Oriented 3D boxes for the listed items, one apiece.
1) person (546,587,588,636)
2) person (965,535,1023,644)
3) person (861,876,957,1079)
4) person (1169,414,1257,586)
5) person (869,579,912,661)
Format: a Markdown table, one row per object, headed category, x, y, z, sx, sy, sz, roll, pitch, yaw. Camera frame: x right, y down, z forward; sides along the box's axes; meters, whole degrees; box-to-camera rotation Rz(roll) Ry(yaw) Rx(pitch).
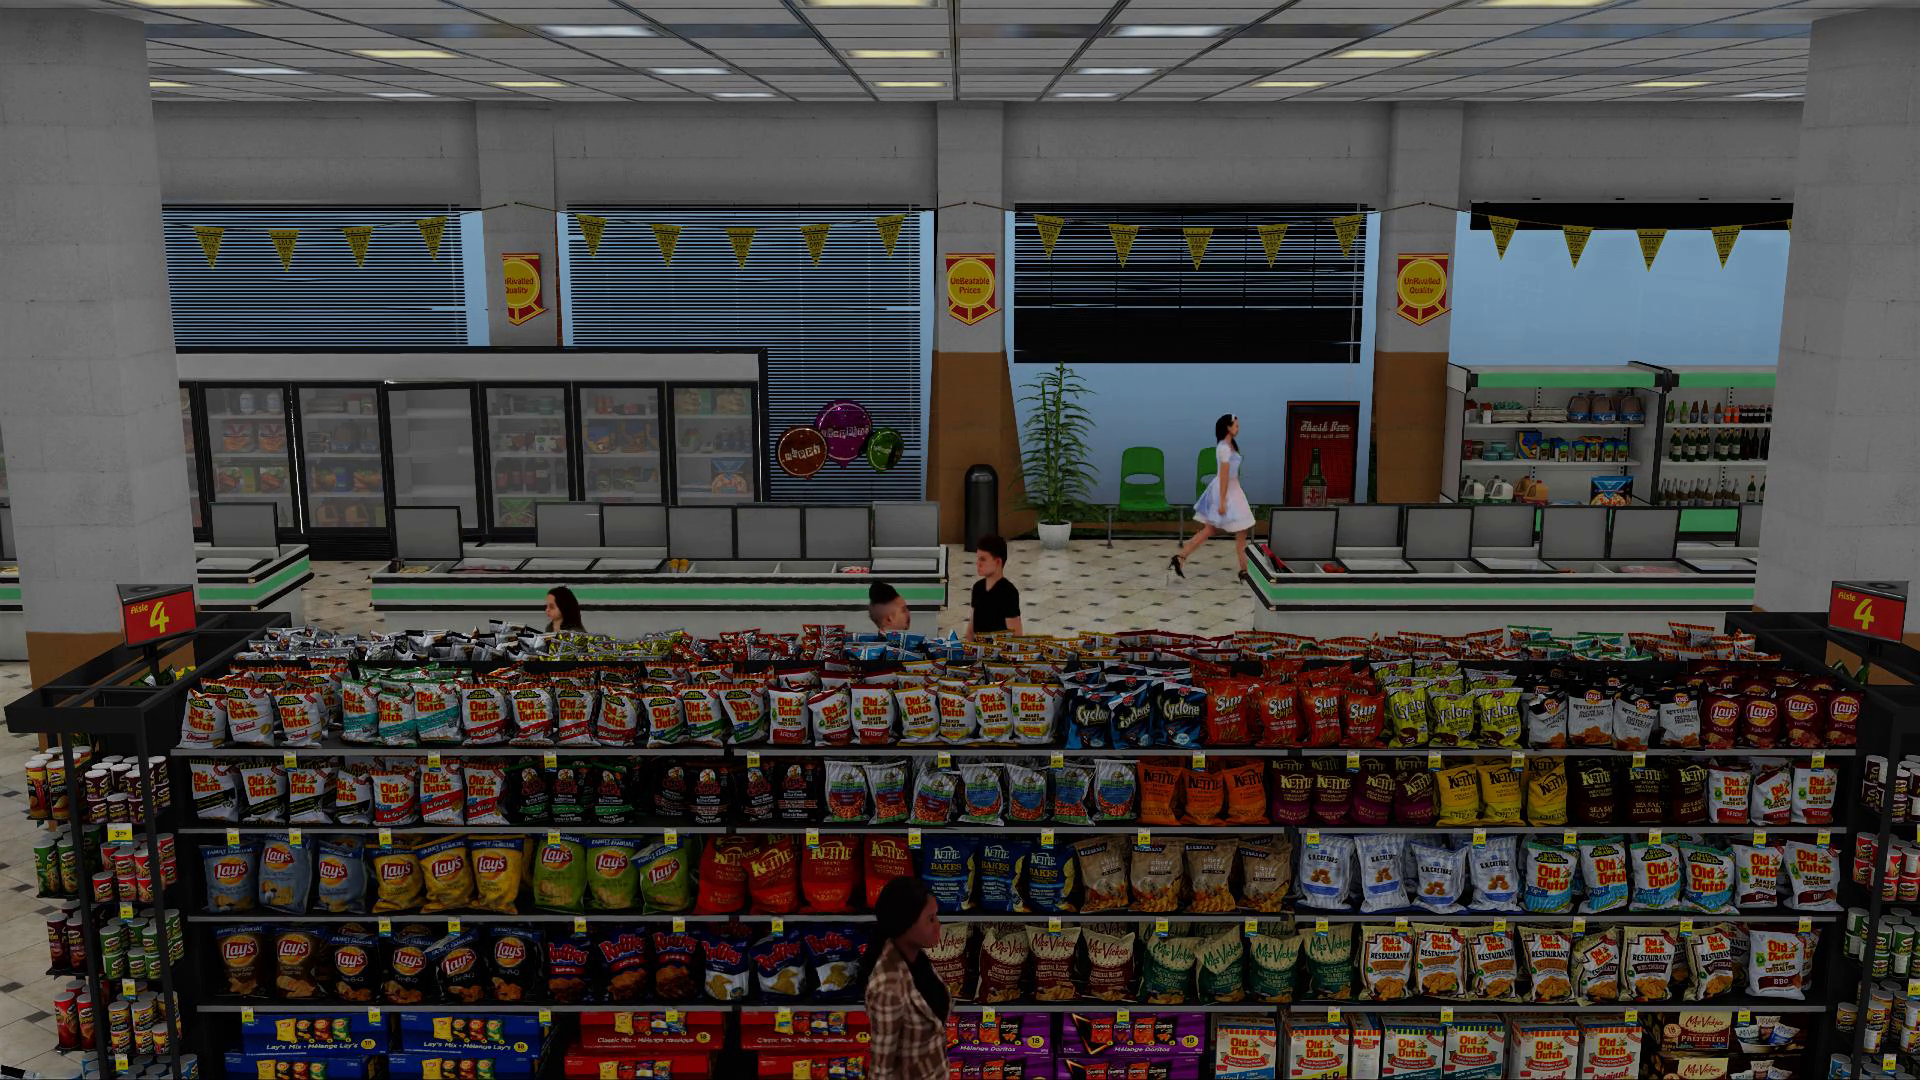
| category | x | y | z | sx | sy | sz | roll | pitch | yaw |
| --- | --- | --- | --- | --- | --- | --- | --- | --- | --- |
| person | -2.563 | 1.030 | 11.162 | 0.890 | 1.453 | 0.936 | 10 | 16 | 40 |
| person | 0.326 | 0.877 | 10.969 | 1.199 | 1.832 | 0.986 | -5 | 13 | -24 |
| person | -0.288 | 2.013 | 5.780 | 1.156 | 1.748 | 0.749 | 3 | 12 | 12 |
| person | 2.620 | -0.375 | 17.049 | 1.202 | 1.778 | 0.703 | 1 | 12 | 4 |
| person | -0.524 | 1.183 | 9.348 | 1.237 | 1.902 | 0.823 | 2 | 12 | 9 |
